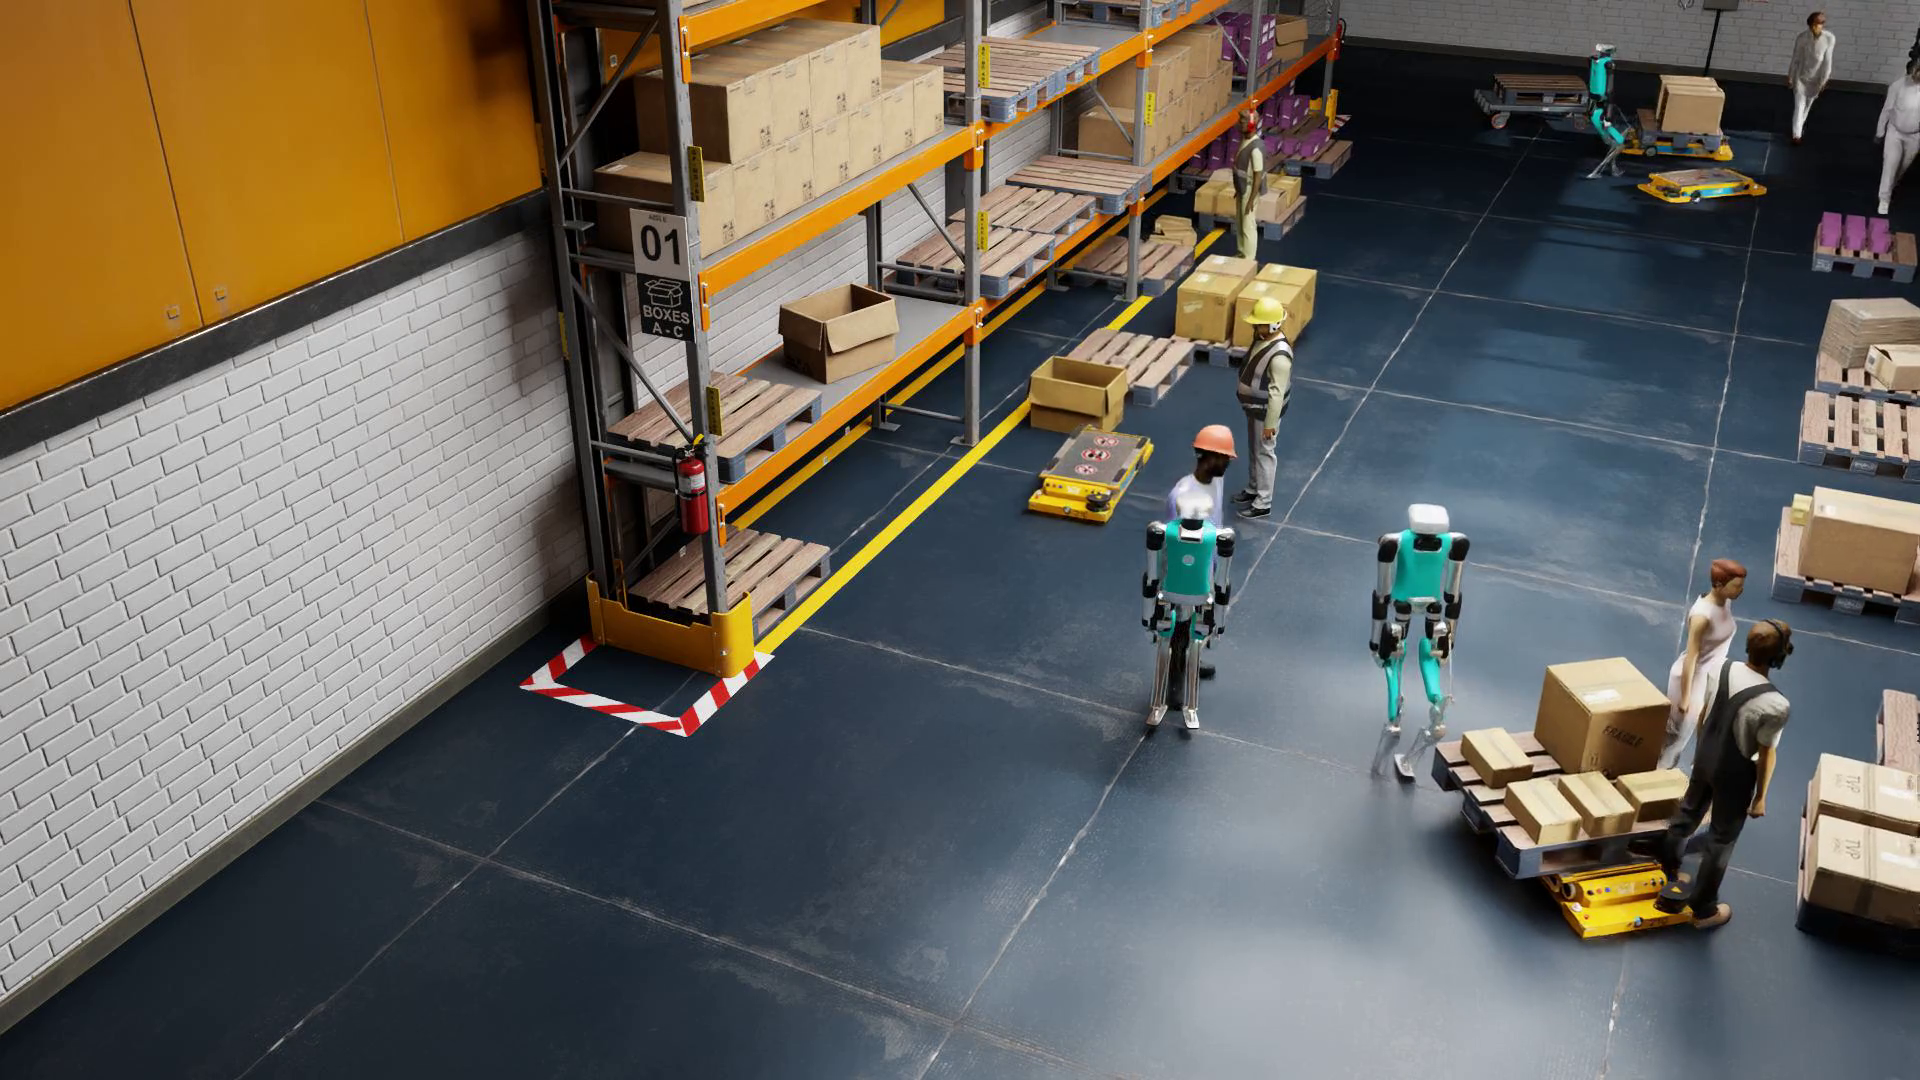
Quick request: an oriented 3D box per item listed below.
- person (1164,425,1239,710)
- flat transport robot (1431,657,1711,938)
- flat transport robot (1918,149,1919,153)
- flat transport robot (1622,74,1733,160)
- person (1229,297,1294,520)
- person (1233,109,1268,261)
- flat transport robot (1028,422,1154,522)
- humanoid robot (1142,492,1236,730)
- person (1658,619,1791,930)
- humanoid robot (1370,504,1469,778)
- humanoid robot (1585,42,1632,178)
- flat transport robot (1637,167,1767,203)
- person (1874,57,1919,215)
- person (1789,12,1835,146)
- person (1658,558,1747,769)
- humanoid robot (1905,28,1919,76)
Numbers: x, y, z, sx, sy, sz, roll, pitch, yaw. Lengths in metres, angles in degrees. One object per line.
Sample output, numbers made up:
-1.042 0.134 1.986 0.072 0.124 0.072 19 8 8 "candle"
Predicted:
1.492 0.163 10.716 0.383 1.898 0.639 23 36 36 "person"
3.512 1.709 9.559 0.659 0.231 1.431 -6 29 -10 "flat transport robot"
13.727 -5.304 22.563 1.431 0.231 0.659 22 35 35 "flat transport robot"
9.774 -5.410 22.760 1.431 0.231 0.659 7 29 14 "flat transport robot"
2.364 -1.040 13.023 0.403 1.825 0.589 -3 28 -5 "person"
3.119 -3.748 18.016 0.392 1.845 0.562 -3 28 -5 "person"
1.106 -0.574 13.793 0.659 0.231 1.431 10 30 19 "flat transport robot"
1.405 0.378 10.345 0.533 1.673 0.735 5 29 9 "humanoid robot"
4.060 1.230 8.803 0.350 1.835 0.502 -11 30 -20 "person"
2.730 0.725 9.886 0.531 1.845 0.696 -1 28 -2 "humanoid robot"
8.409 -5.441 21.349 0.857 1.862 0.552 -5 29 -10 "humanoid robot"
9.399 -4.491 21.056 1.431 0.231 0.659 -8 29 -14 "flat transport robot"
11.551 -4.989 20.311 0.646 1.857 0.959 9 30 16 "person"
11.722 -6.394 23.009 0.505 1.772 0.964 8 29 15 "person"
4.291 0.840 9.703 0.270 1.657 0.459 23 36 36 "person"
14.036 -6.997 24.232 0.589 1.645 0.319 -14 31 -25 "humanoid robot"
